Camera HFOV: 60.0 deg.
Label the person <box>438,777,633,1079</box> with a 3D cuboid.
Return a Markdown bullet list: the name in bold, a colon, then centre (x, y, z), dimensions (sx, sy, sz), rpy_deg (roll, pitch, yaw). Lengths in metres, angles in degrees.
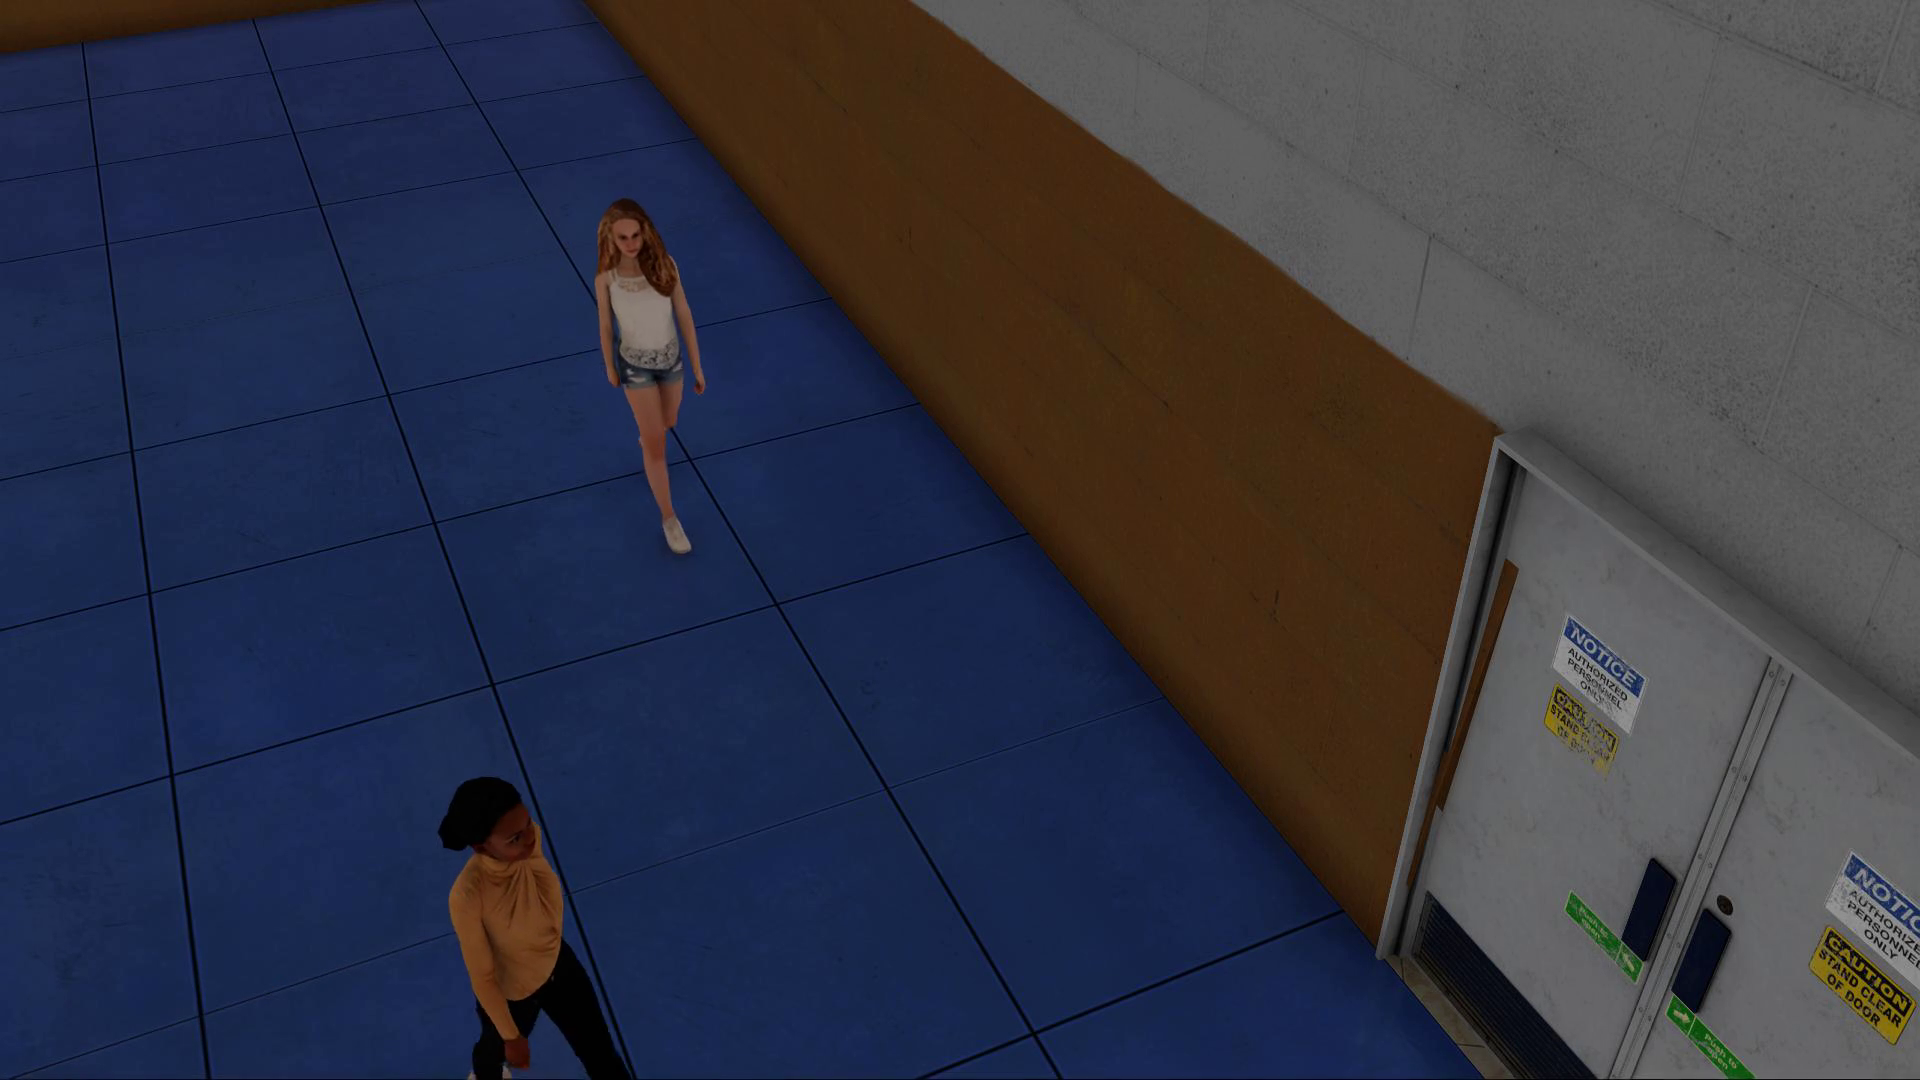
- **person**: centre (-1.399, 1.332, 5.099), dimensions (1.119, 1.618, 1.094), rpy_deg (15, 39, 19)

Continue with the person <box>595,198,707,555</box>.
- **person**: centre (-1.493, -0.853, 7.920), dimensions (1.042, 1.725, 0.644), rpy_deg (-18, 40, -22)
